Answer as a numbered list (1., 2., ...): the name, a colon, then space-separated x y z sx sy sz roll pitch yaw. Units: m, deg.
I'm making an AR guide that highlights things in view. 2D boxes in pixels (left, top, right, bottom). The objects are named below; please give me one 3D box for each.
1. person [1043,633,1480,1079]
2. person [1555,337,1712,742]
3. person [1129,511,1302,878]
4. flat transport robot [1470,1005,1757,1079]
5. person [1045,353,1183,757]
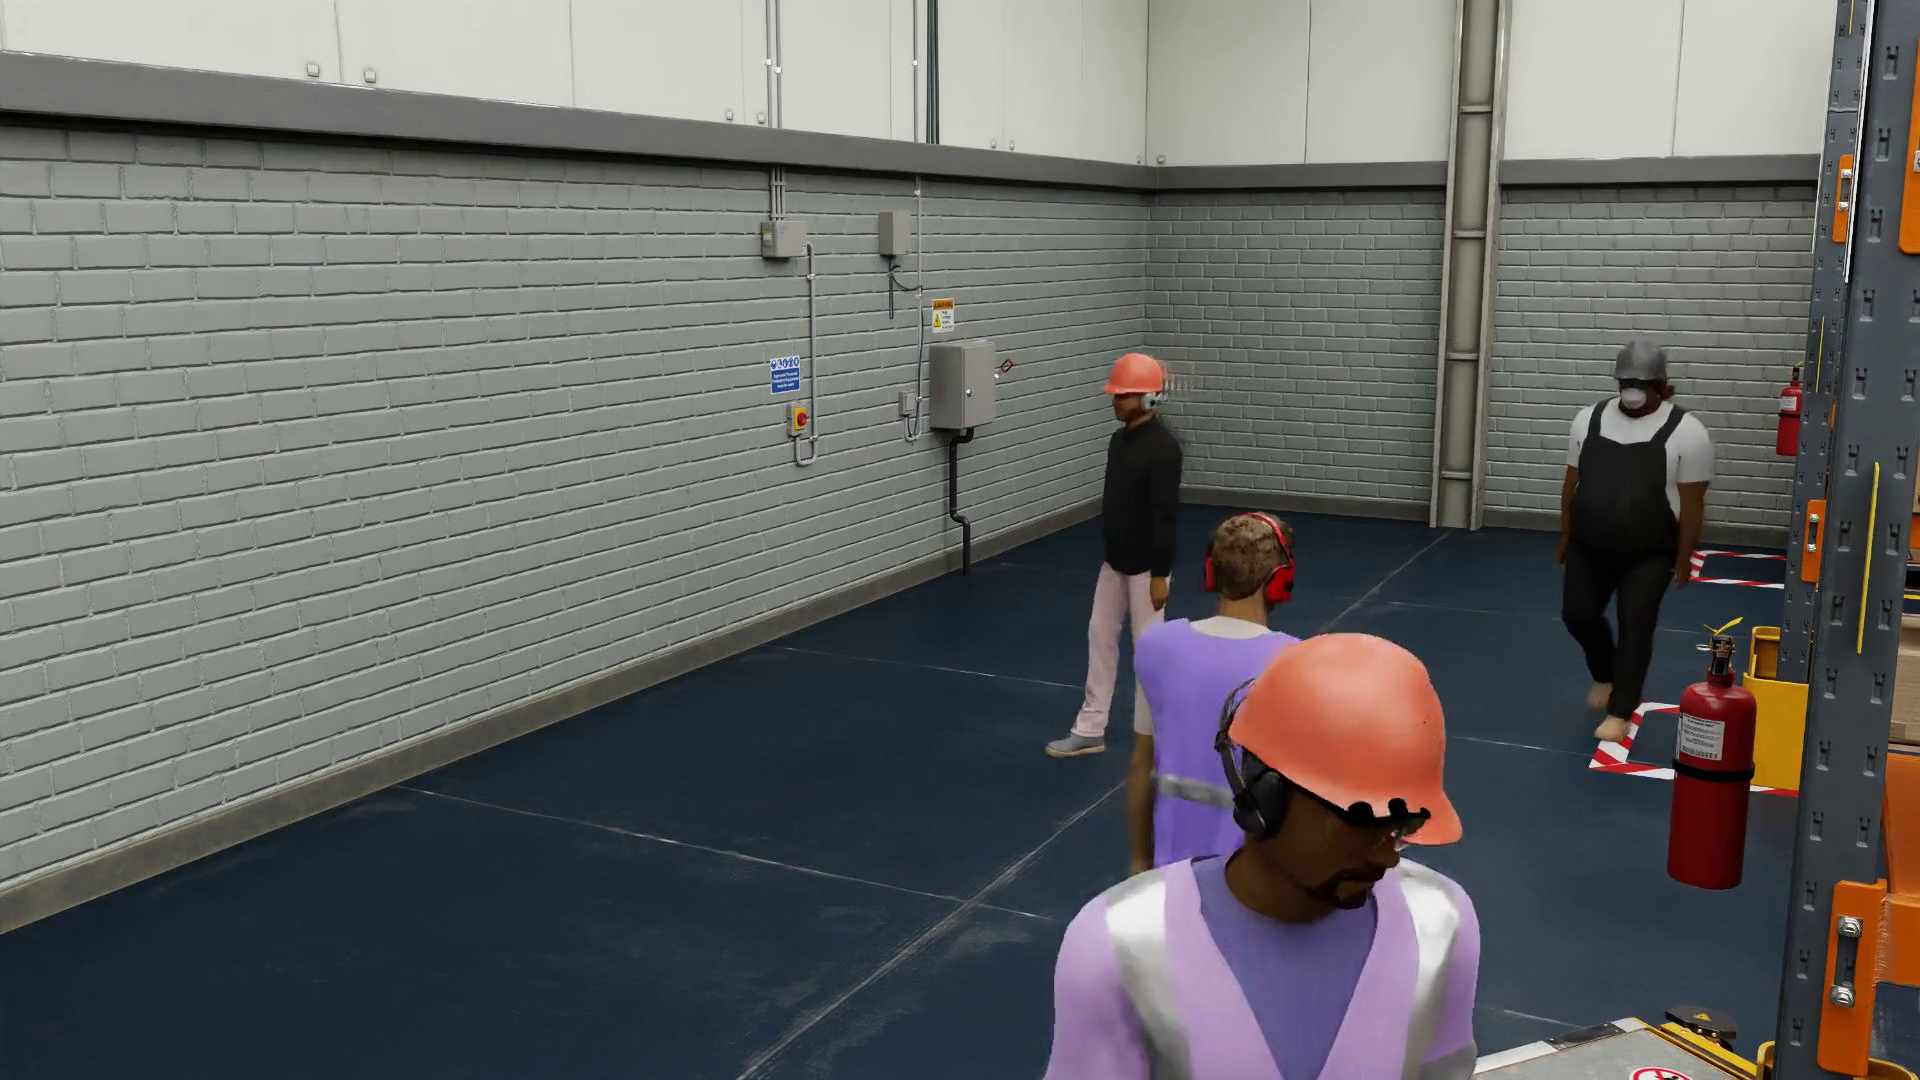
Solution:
1. person: 0.386 1.098 2.308 0.684 2.017 0.453 -1 10 -4
2. person: 3.341 -0.016 8.329 0.708 2.000 0.597 9 14 40
3. person: 0.754 0.831 4.282 0.611 1.827 0.543 9 14 39
4. flat transport robot: 1.715 1.583 4.442 1.431 0.197 0.652 -5 11 -25
5. person: 0.872 0.083 7.991 0.863 1.969 0.632 -4 11 -20
